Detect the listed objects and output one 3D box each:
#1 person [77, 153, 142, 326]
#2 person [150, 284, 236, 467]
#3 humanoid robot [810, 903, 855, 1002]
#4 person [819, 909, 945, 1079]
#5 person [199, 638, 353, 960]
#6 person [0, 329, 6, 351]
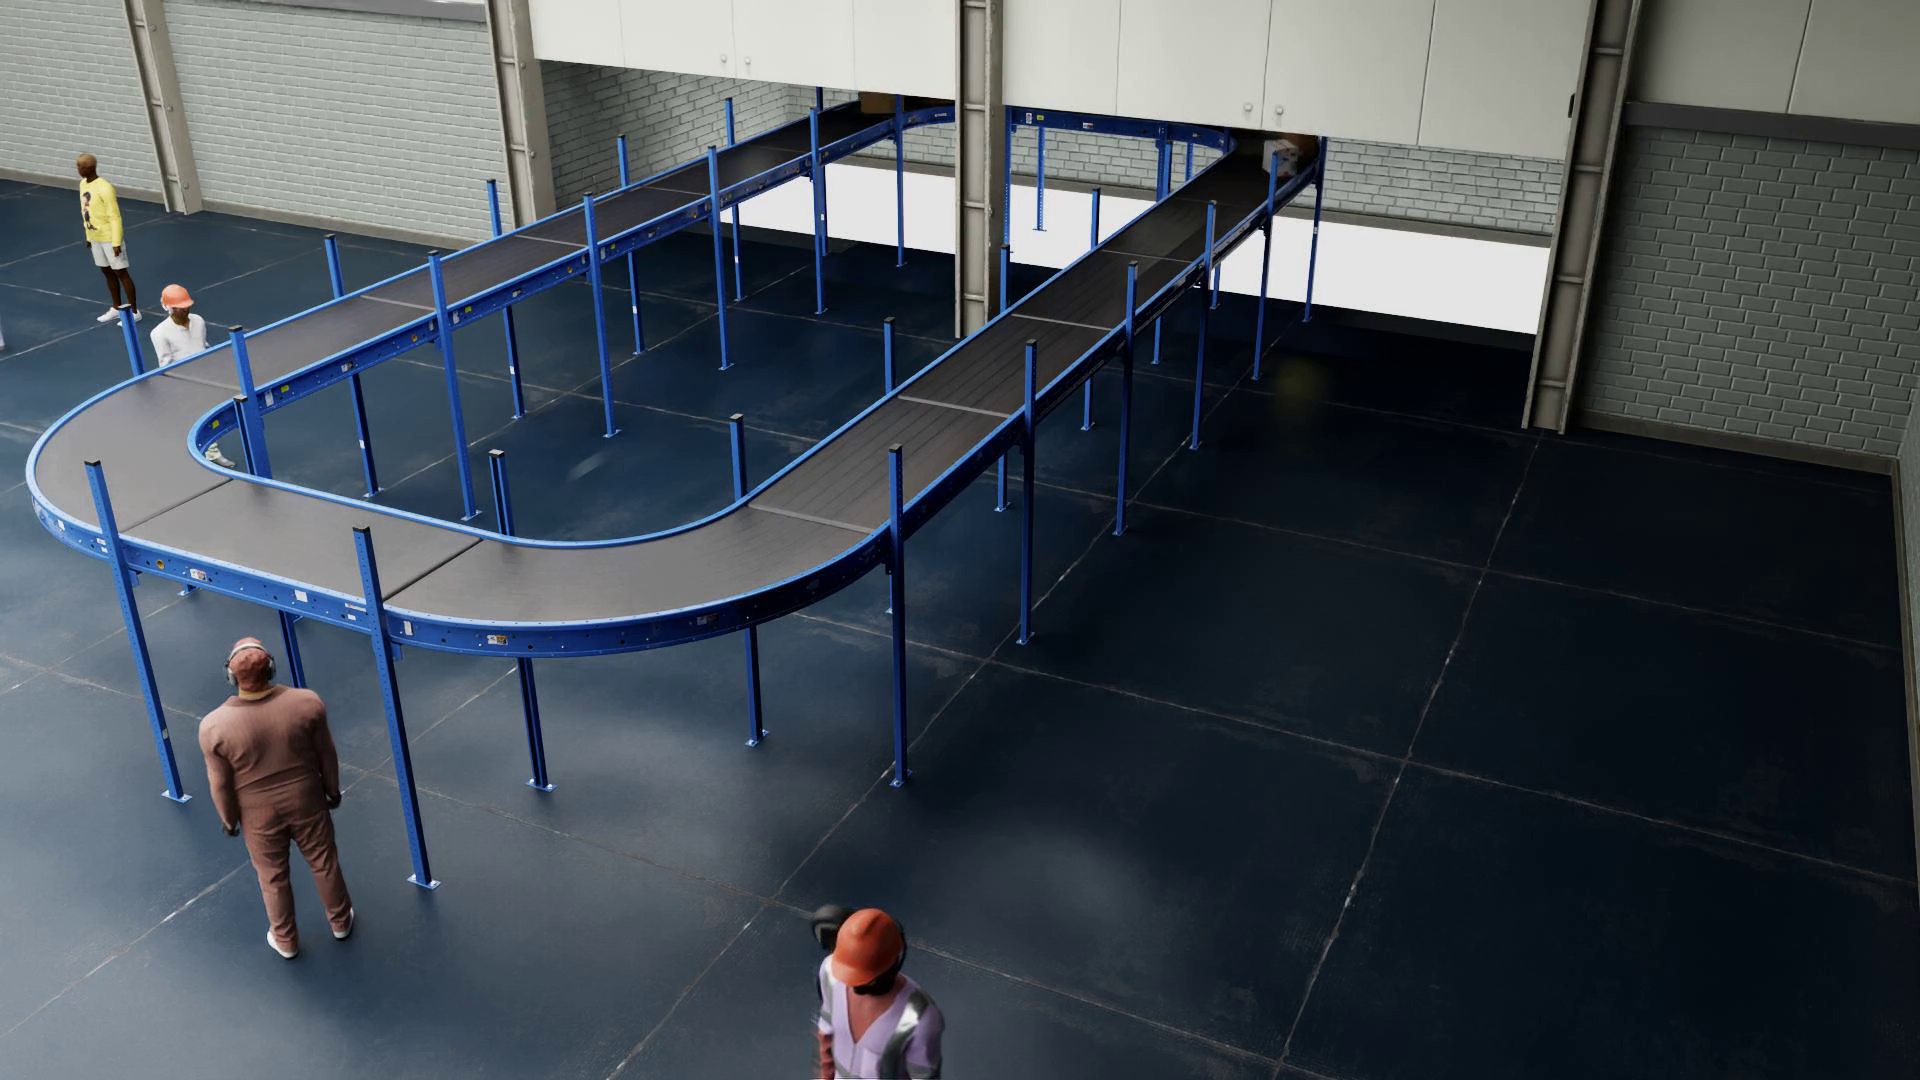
[{"bbox_3d":[-9.420,-3.316,18.325,0.544,1.899,0.377,14,30,27],"label":"person"},{"bbox_3d":[-6.749,-1.401,14.626,0.326,1.752,0.560,10,28,19],"label":"person"},{"bbox_3d":[-0.415,2.273,7.332,0.523,1.632,0.595,5,27,11],"label":"humanoid robot"},{"bbox_3d":[-0.348,2.327,6.809,0.607,2.035,0.403,20,33,35],"label":"person"},{"bbox_3d":[-3.624,1.376,8.863,0.639,1.908,0.413,-15,30,-28],"label":"person"},{"bbox_3d":[-10.363,-2.810,17.386,0.414,1.831,0.565,2,26,5],"label":"person"}]
